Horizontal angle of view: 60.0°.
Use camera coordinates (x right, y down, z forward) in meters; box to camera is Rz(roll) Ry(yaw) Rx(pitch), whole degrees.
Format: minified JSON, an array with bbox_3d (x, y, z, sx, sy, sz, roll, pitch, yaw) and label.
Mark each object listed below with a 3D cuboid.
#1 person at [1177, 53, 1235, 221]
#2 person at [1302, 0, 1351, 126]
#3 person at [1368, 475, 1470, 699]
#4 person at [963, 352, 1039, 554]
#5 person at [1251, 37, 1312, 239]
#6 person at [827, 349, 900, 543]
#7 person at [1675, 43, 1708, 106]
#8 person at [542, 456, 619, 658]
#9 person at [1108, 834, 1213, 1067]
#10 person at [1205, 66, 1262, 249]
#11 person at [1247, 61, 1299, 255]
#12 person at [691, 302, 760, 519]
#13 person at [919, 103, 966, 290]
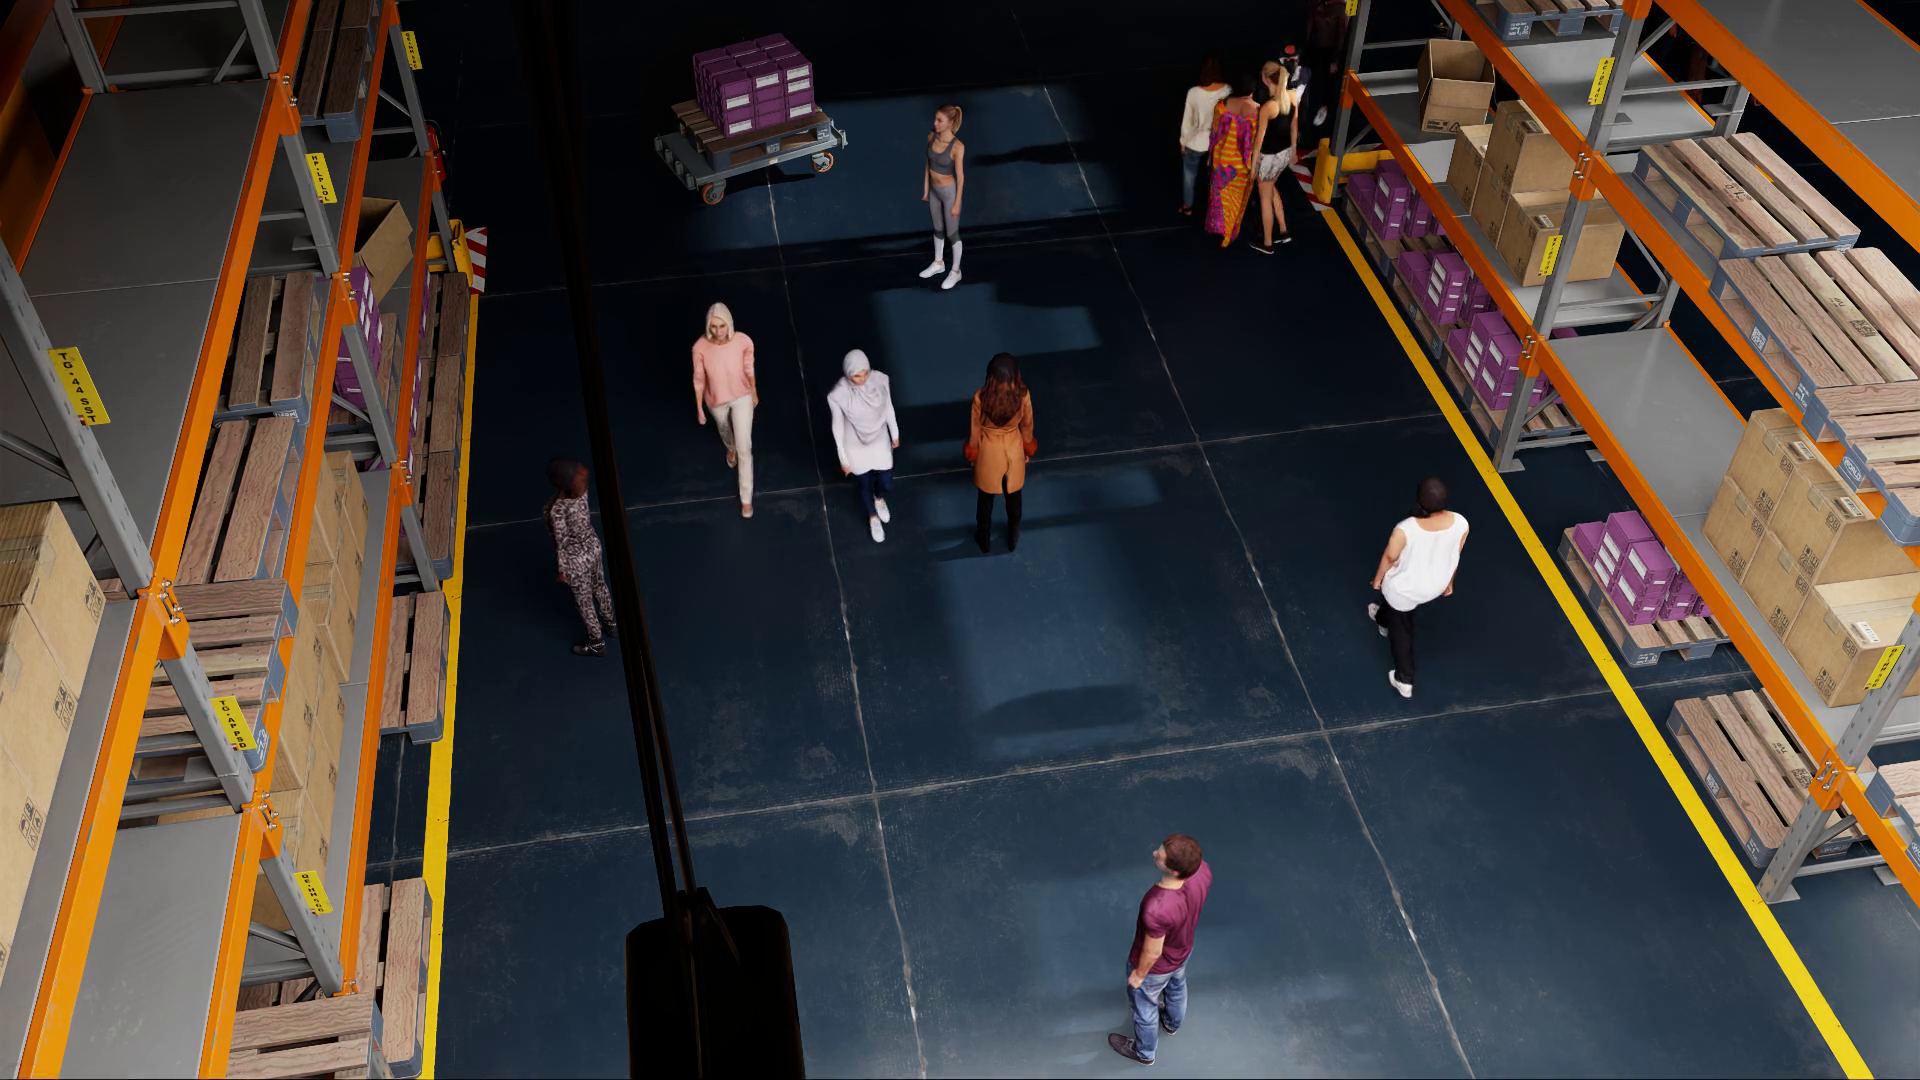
[{"bbox_3d":[2.219,-3.518,14.820,0.664,1.668,0.830,-6,44,-7],"label":"person"},{"bbox_3d":[3.577,-4.763,16.129,1.024,1.665,1.071,26,49,25],"label":"person"},{"bbox_3d":[2.959,0.307,10.819,0.701,1.647,1.091,-10,44,-10],"label":"person"},{"bbox_3d":[0.286,-0.606,11.724,0.684,1.721,0.577,-5,44,-6],"label":"person"},{"bbox_3d":[2.784,-3.673,14.842,0.815,1.862,0.941,-21,47,-20],"label":"person"},{"bbox_3d":[-0.697,-0.738,11.839,0.721,1.754,0.737,-16,46,-16],"label":"person"},{"bbox_3d":[6.544,-3.808,15.201,0.623,1.562,0.638,-26,50,-25],"label":"person"},{"bbox_3d":[-2.512,0.103,10.987,0.736,1.711,0.649,13,45,13],"label":"person"},{"bbox_3d":[1.068,2.138,8.745,0.769,1.858,0.741,32,52,29],"label":"person"},{"bbox_3d":[2.400,-3.353,14.653,0.811,1.659,0.869,12,45,13],"label":"person"},{"bbox_3d":[2.796,-3.293,14.473,0.781,1.821,0.843,-26,49,-25],"label":"person"},{"bbox_3d":[-1.715,-1.082,12.262,0.631,1.669,1.150,-6,44,-6],"label":"person"},{"bbox_3d":[-0.125,-2.950,14.198,0.648,1.702,0.725,33,53,30],"label":"person"}]
